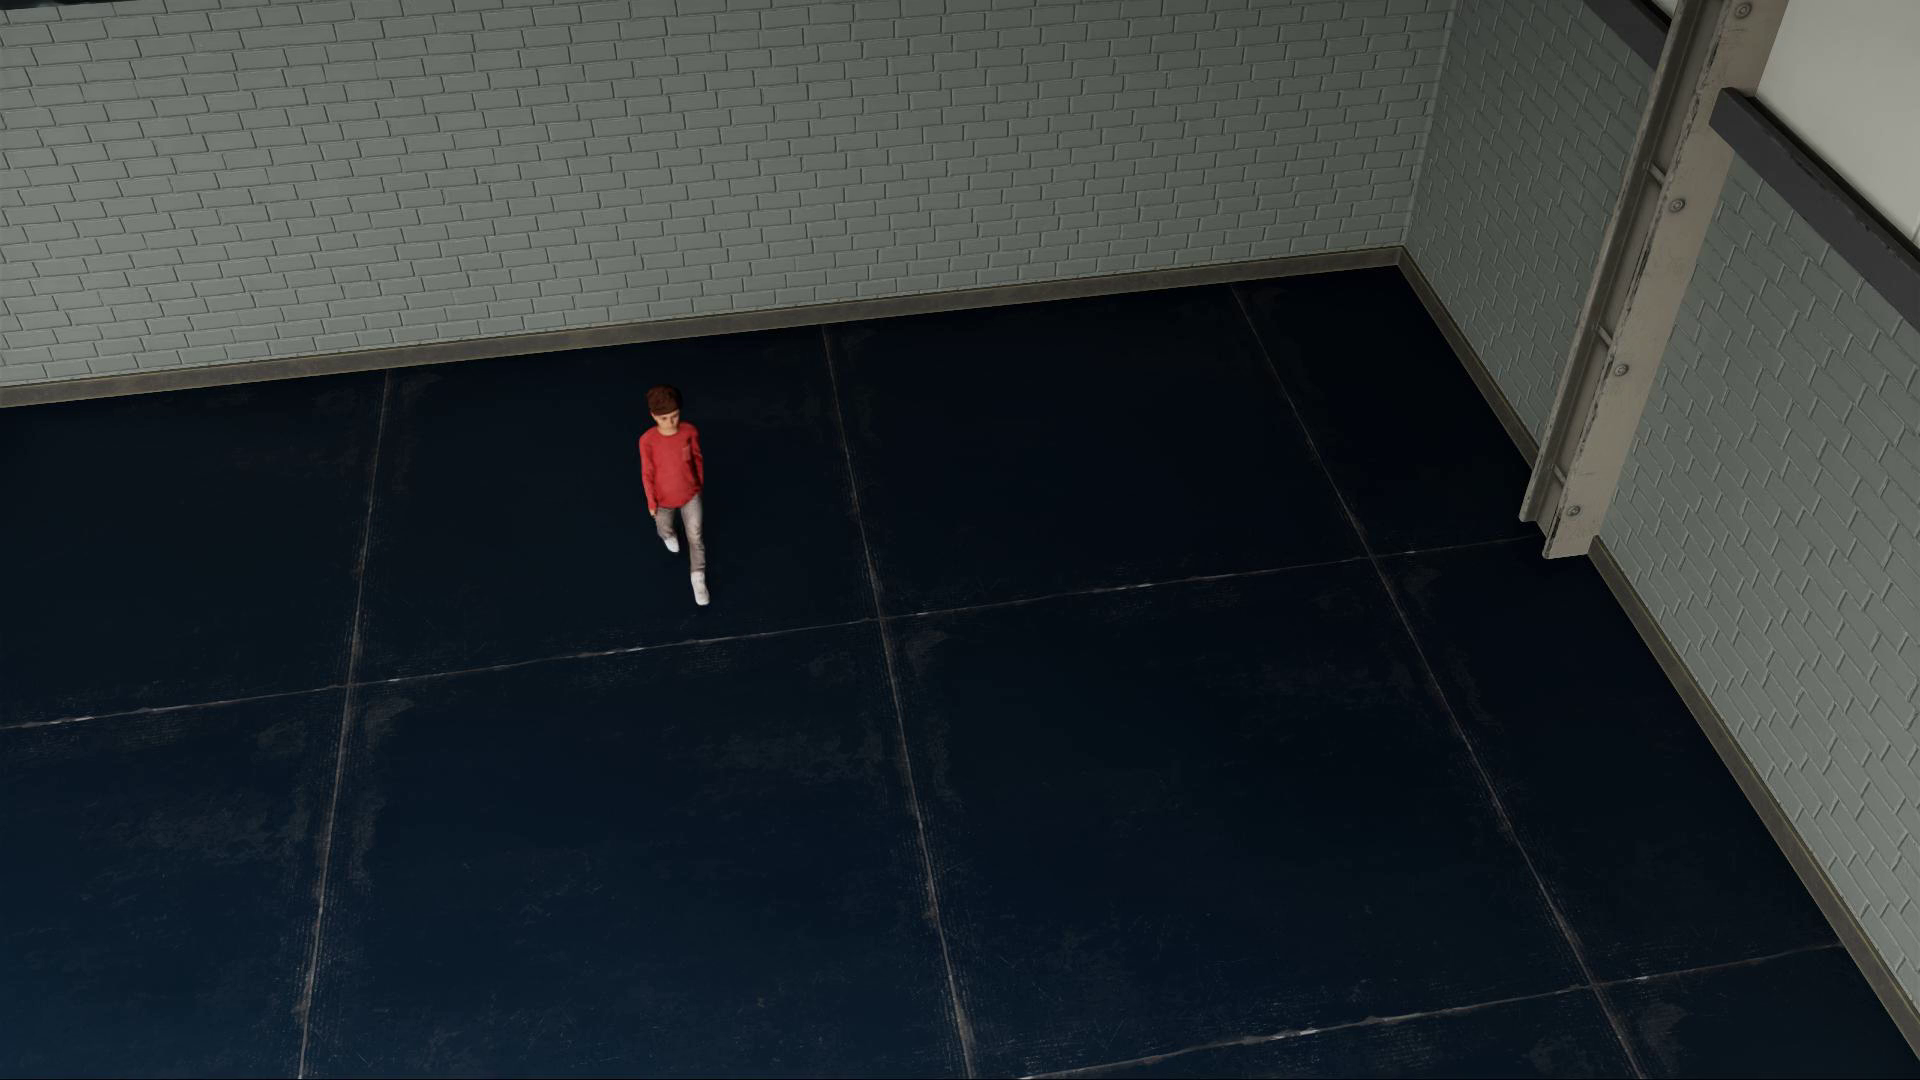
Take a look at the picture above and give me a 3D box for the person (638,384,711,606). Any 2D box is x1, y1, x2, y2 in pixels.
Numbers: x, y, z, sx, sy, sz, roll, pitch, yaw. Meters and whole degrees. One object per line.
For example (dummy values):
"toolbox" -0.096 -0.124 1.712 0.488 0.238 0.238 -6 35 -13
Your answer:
"person" -1.645 -0.318 9.480 0.597 1.401 0.907 -13 45 -14
